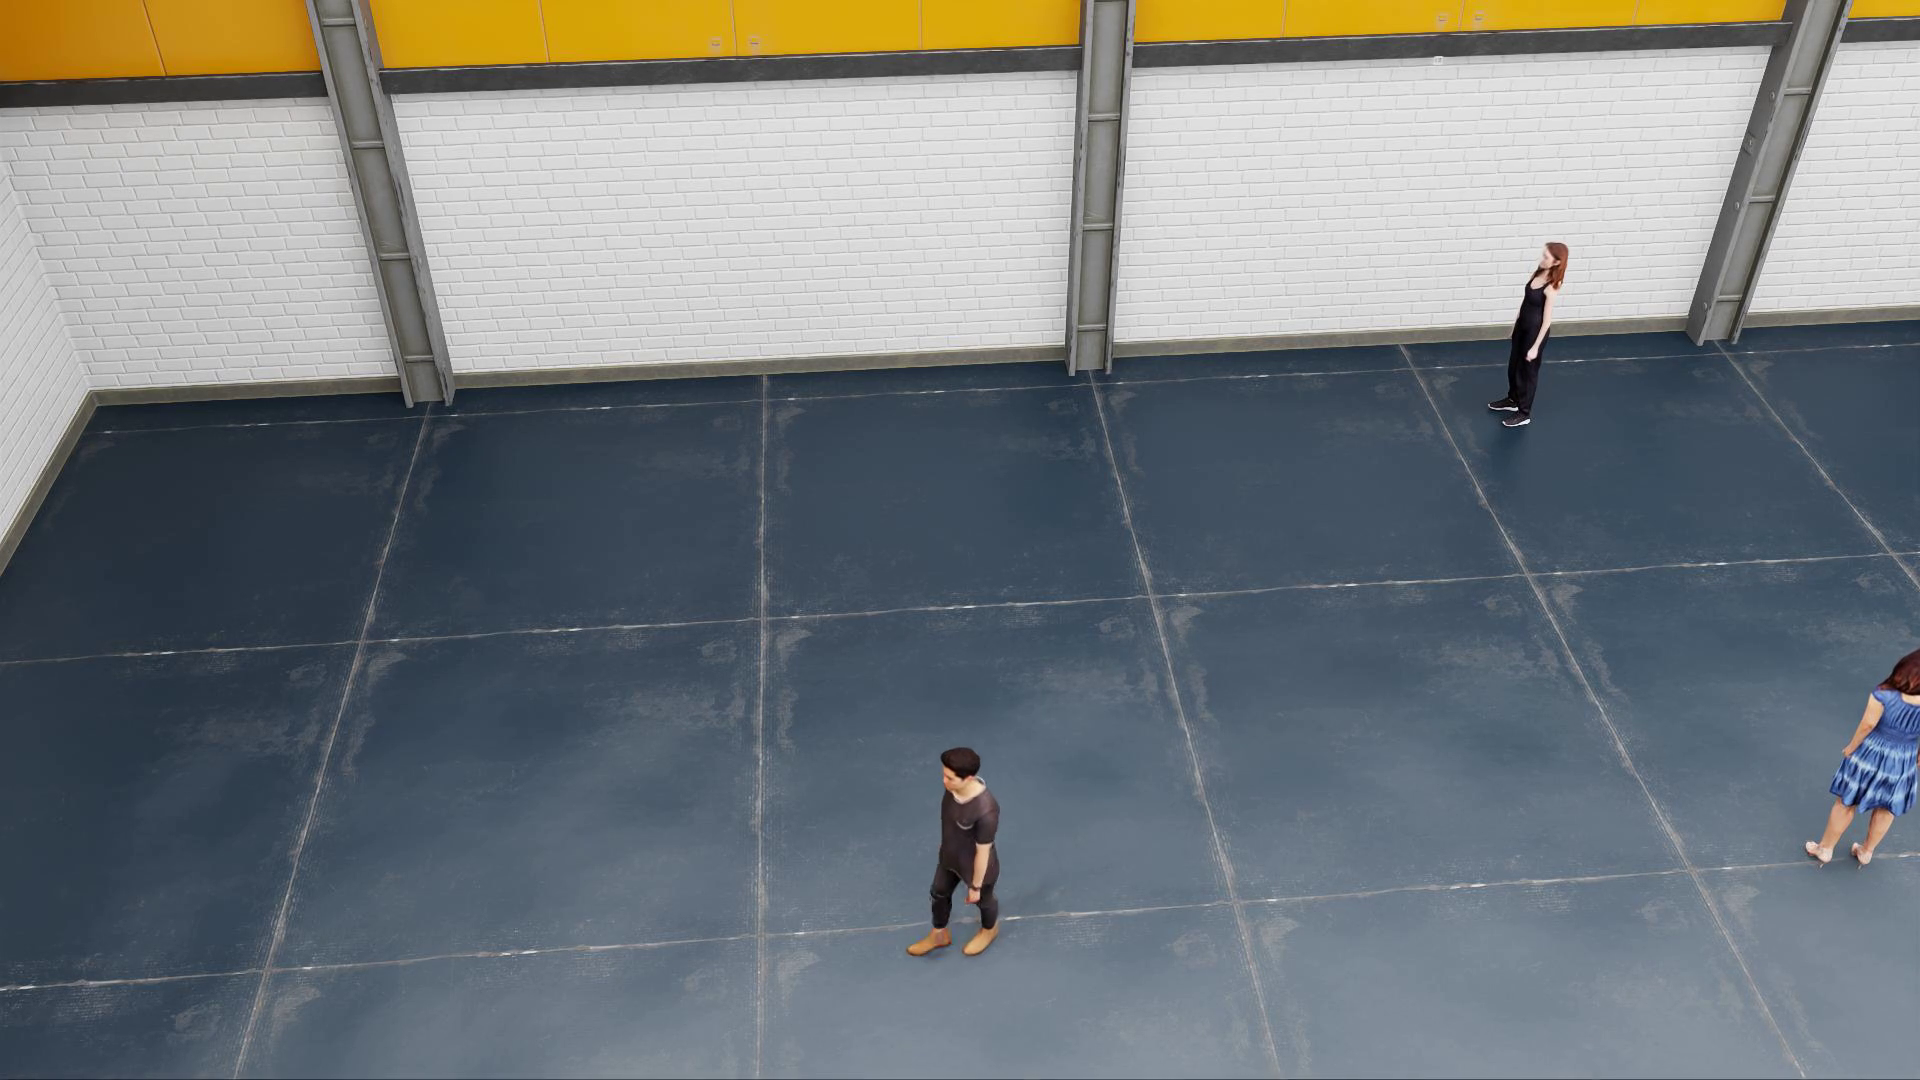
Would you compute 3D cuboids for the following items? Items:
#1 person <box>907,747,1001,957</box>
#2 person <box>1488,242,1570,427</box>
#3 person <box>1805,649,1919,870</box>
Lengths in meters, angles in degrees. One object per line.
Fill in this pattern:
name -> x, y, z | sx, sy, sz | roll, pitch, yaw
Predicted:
person -> 0.116, 1.818, 9.804 | 0.940, 1.695, 0.856 | -27, 46, -30
person -> 4.925, -1.782, 14.269 | 0.548, 1.747, 0.591 | -7, 39, -9
person -> 5.691, 1.372, 10.274 | 0.608, 1.805, 0.785 | 6, 39, 7
